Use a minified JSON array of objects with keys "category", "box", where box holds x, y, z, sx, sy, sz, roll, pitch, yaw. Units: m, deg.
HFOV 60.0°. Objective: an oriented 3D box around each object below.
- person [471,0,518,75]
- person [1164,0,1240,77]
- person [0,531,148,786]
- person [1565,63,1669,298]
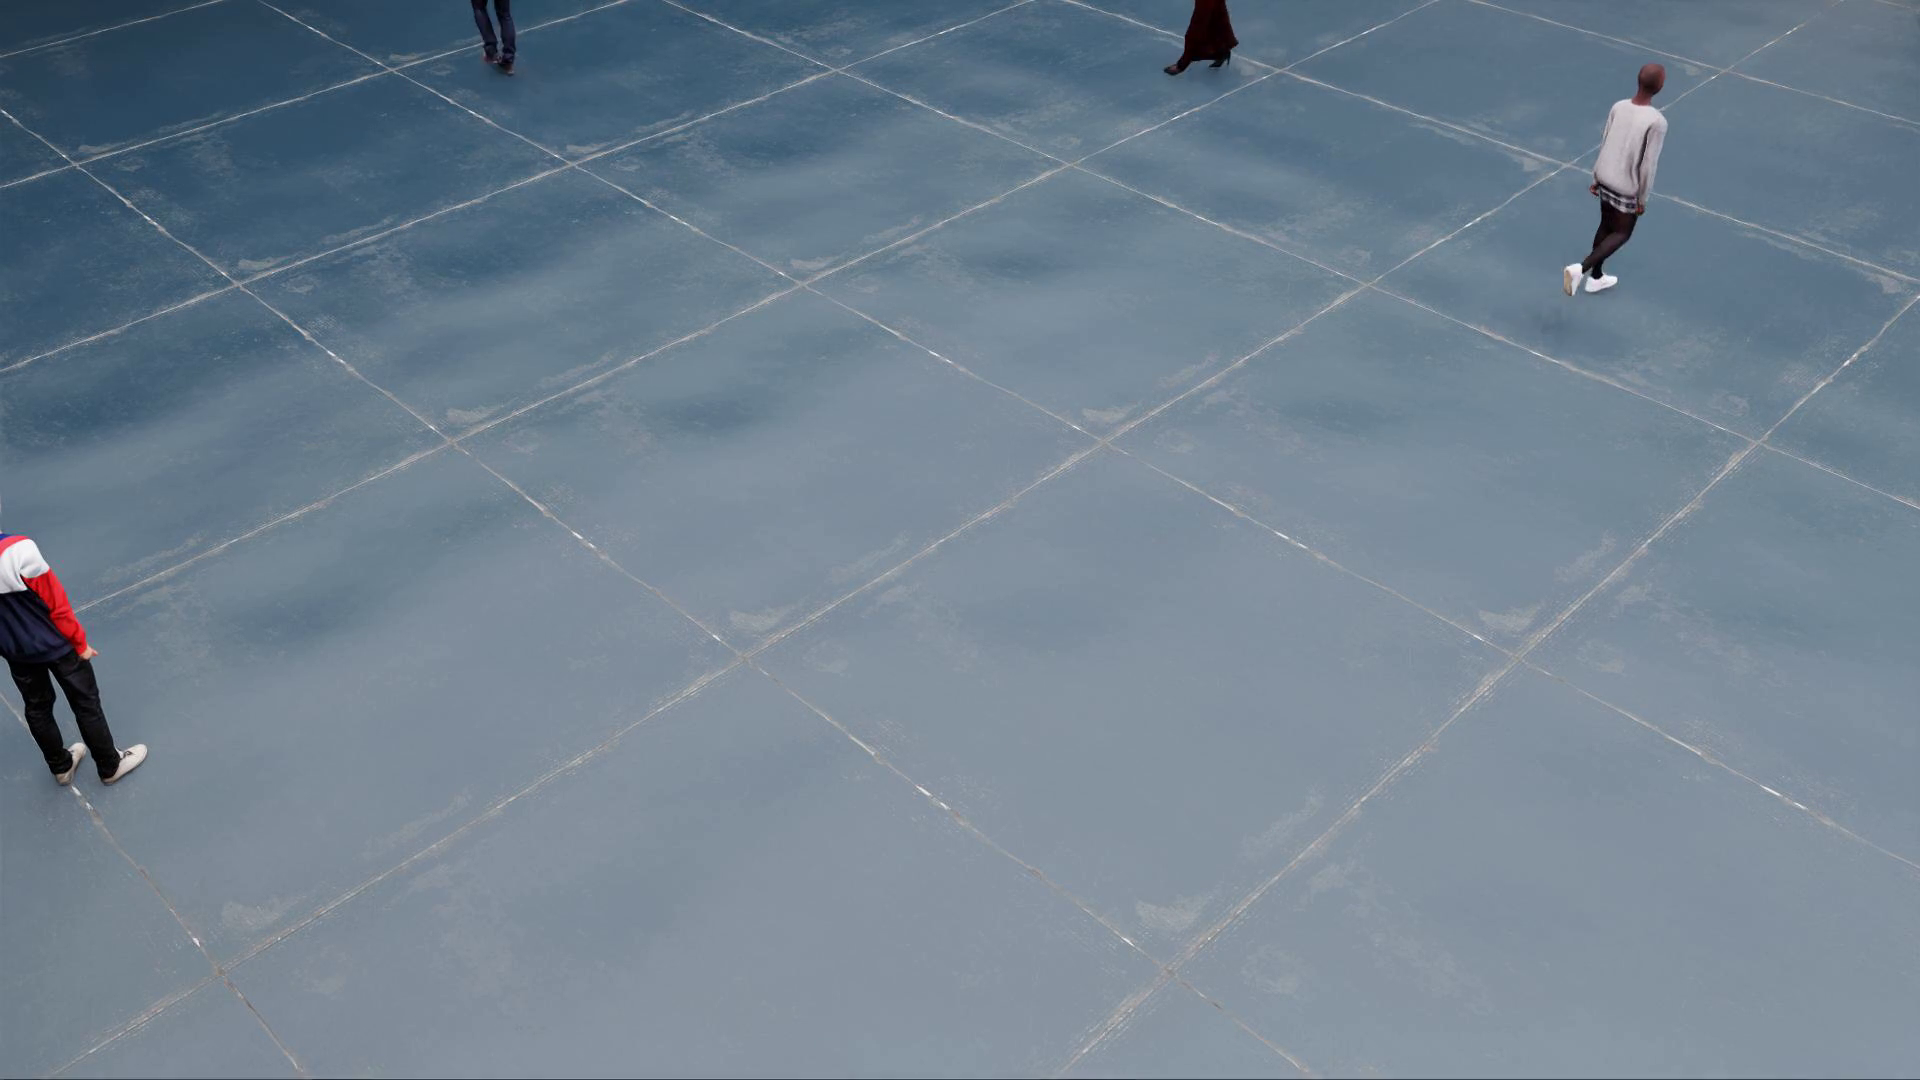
[{"category":"person","box":[-4.290,-5.194,15.290,0.742,1.825,0.878,-22,42,-26]},{"category":"person","box":[2.376,-5.119,15.285,1.200,1.711,0.913,-17,41,-21]},{"category":"person","box":[-4.399,0.469,7.898,0.719,1.756,0.755,4,37,5]},{"category":"person","box":[4.624,-2.486,11.787,1.002,1.755,0.770,-22,42,-26]}]
